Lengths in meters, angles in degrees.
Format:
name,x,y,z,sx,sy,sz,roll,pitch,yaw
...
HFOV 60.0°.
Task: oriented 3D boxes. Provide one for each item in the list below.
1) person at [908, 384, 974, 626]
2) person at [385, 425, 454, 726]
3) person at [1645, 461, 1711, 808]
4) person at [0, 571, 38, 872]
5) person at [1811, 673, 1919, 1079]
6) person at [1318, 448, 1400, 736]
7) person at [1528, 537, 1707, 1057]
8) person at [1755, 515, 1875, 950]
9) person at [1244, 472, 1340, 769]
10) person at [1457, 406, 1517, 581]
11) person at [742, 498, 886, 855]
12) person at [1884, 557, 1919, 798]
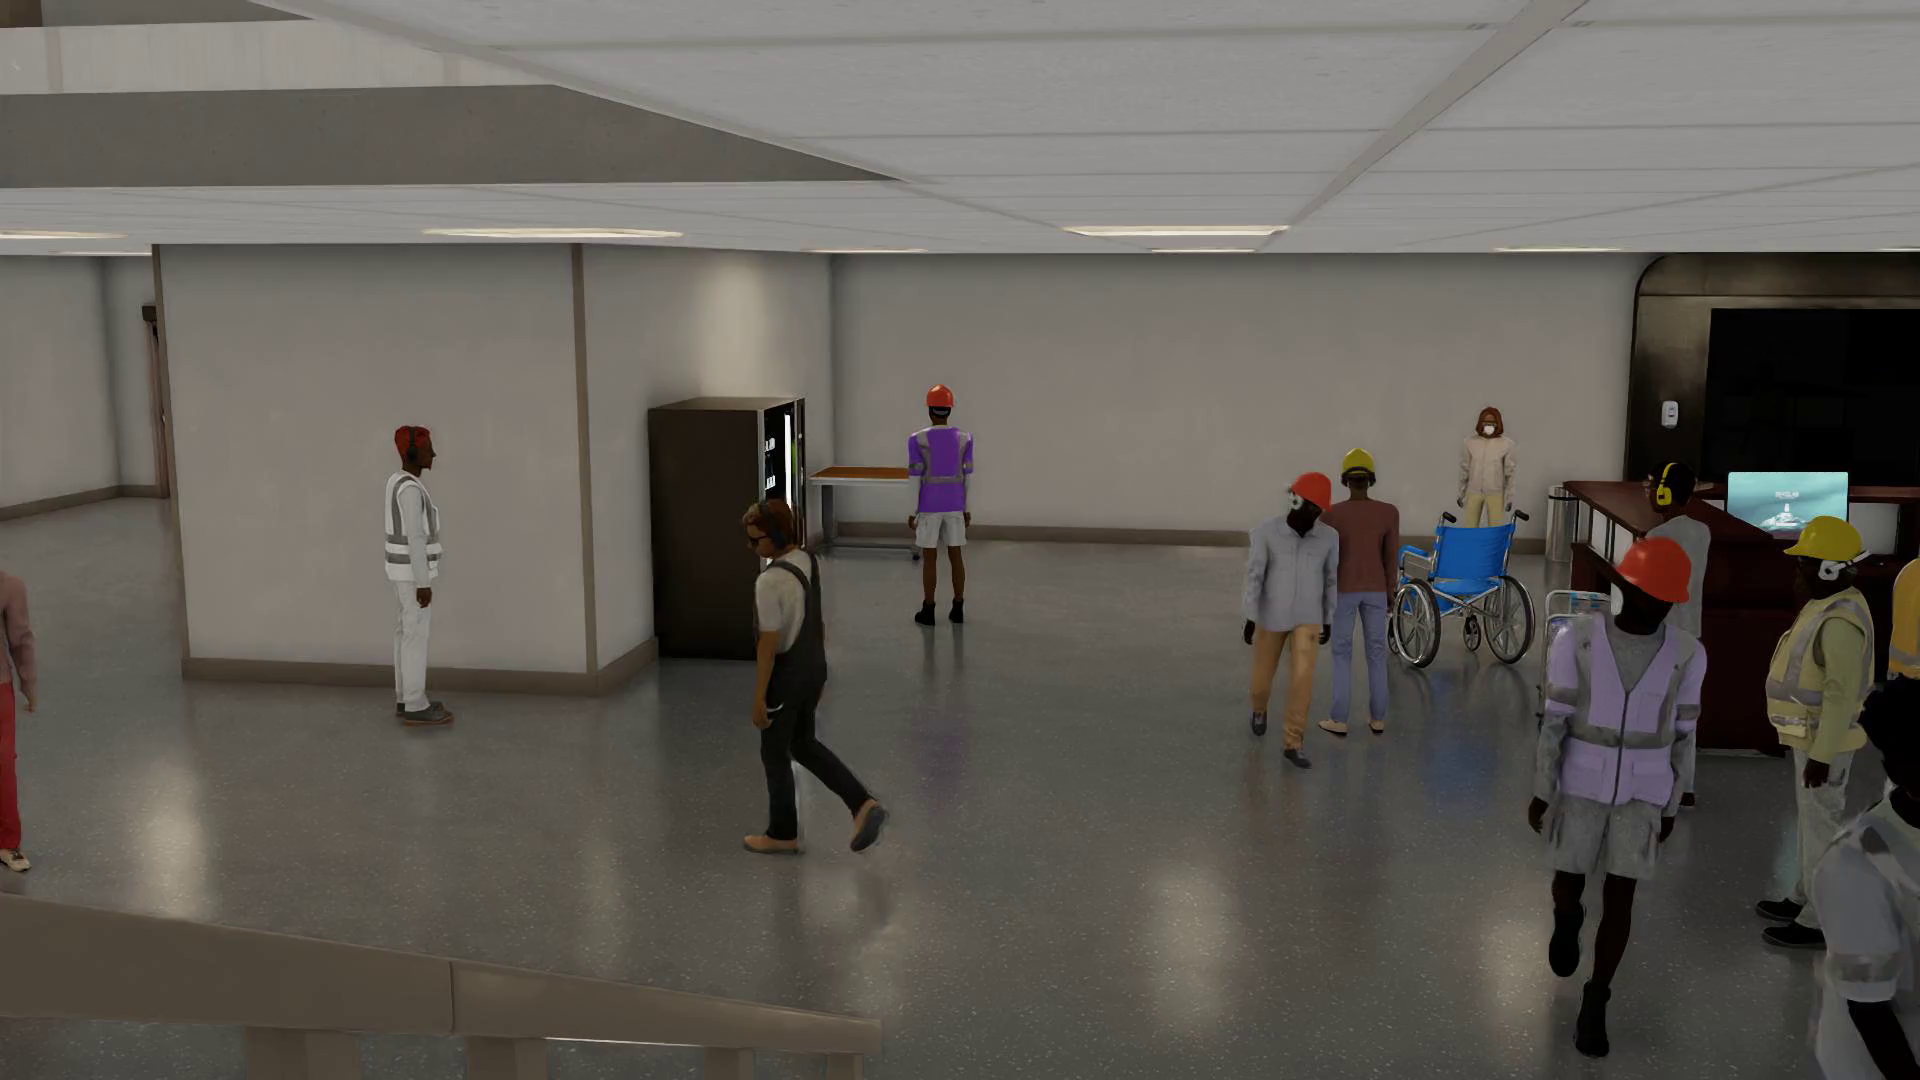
name,x,y,z,sx,sy,sz,roll,pitch,yaw
person,-0.165,-0.279,13.378,0.546,1.938,0.360,-3,10,-18
person,-3.432,0.220,10.468,0.339,1.882,0.581,-5,10,-26
person,3.699,0.517,8.719,0.514,1.861,0.322,-6,11,-33
person,-4.703,0.698,7.906,0.572,1.754,0.555,-7,12,-39
person,2.338,1.259,3.961,0.727,1.923,0.475,-7,12,-37
person,2.427,0.320,10.225,0.528,1.765,0.327,-1,9,-9
person,2.433,0.900,6.212,0.587,1.910,0.665,3,10,17
person,3.603,0.806,7.006,0.404,1.835,0.587,4,10,24
person,1.944,0.418,9.827,0.566,1.693,0.875,0,9,0
person,4.773,-0.397,15.089,0.504,1.627,0.285,5,10,28
person,-0.750,0.684,7.895,0.692,1.798,0.567,4,10,24
person,4.339,0.755,7.348,0.429,1.837,0.629,1,9,7
